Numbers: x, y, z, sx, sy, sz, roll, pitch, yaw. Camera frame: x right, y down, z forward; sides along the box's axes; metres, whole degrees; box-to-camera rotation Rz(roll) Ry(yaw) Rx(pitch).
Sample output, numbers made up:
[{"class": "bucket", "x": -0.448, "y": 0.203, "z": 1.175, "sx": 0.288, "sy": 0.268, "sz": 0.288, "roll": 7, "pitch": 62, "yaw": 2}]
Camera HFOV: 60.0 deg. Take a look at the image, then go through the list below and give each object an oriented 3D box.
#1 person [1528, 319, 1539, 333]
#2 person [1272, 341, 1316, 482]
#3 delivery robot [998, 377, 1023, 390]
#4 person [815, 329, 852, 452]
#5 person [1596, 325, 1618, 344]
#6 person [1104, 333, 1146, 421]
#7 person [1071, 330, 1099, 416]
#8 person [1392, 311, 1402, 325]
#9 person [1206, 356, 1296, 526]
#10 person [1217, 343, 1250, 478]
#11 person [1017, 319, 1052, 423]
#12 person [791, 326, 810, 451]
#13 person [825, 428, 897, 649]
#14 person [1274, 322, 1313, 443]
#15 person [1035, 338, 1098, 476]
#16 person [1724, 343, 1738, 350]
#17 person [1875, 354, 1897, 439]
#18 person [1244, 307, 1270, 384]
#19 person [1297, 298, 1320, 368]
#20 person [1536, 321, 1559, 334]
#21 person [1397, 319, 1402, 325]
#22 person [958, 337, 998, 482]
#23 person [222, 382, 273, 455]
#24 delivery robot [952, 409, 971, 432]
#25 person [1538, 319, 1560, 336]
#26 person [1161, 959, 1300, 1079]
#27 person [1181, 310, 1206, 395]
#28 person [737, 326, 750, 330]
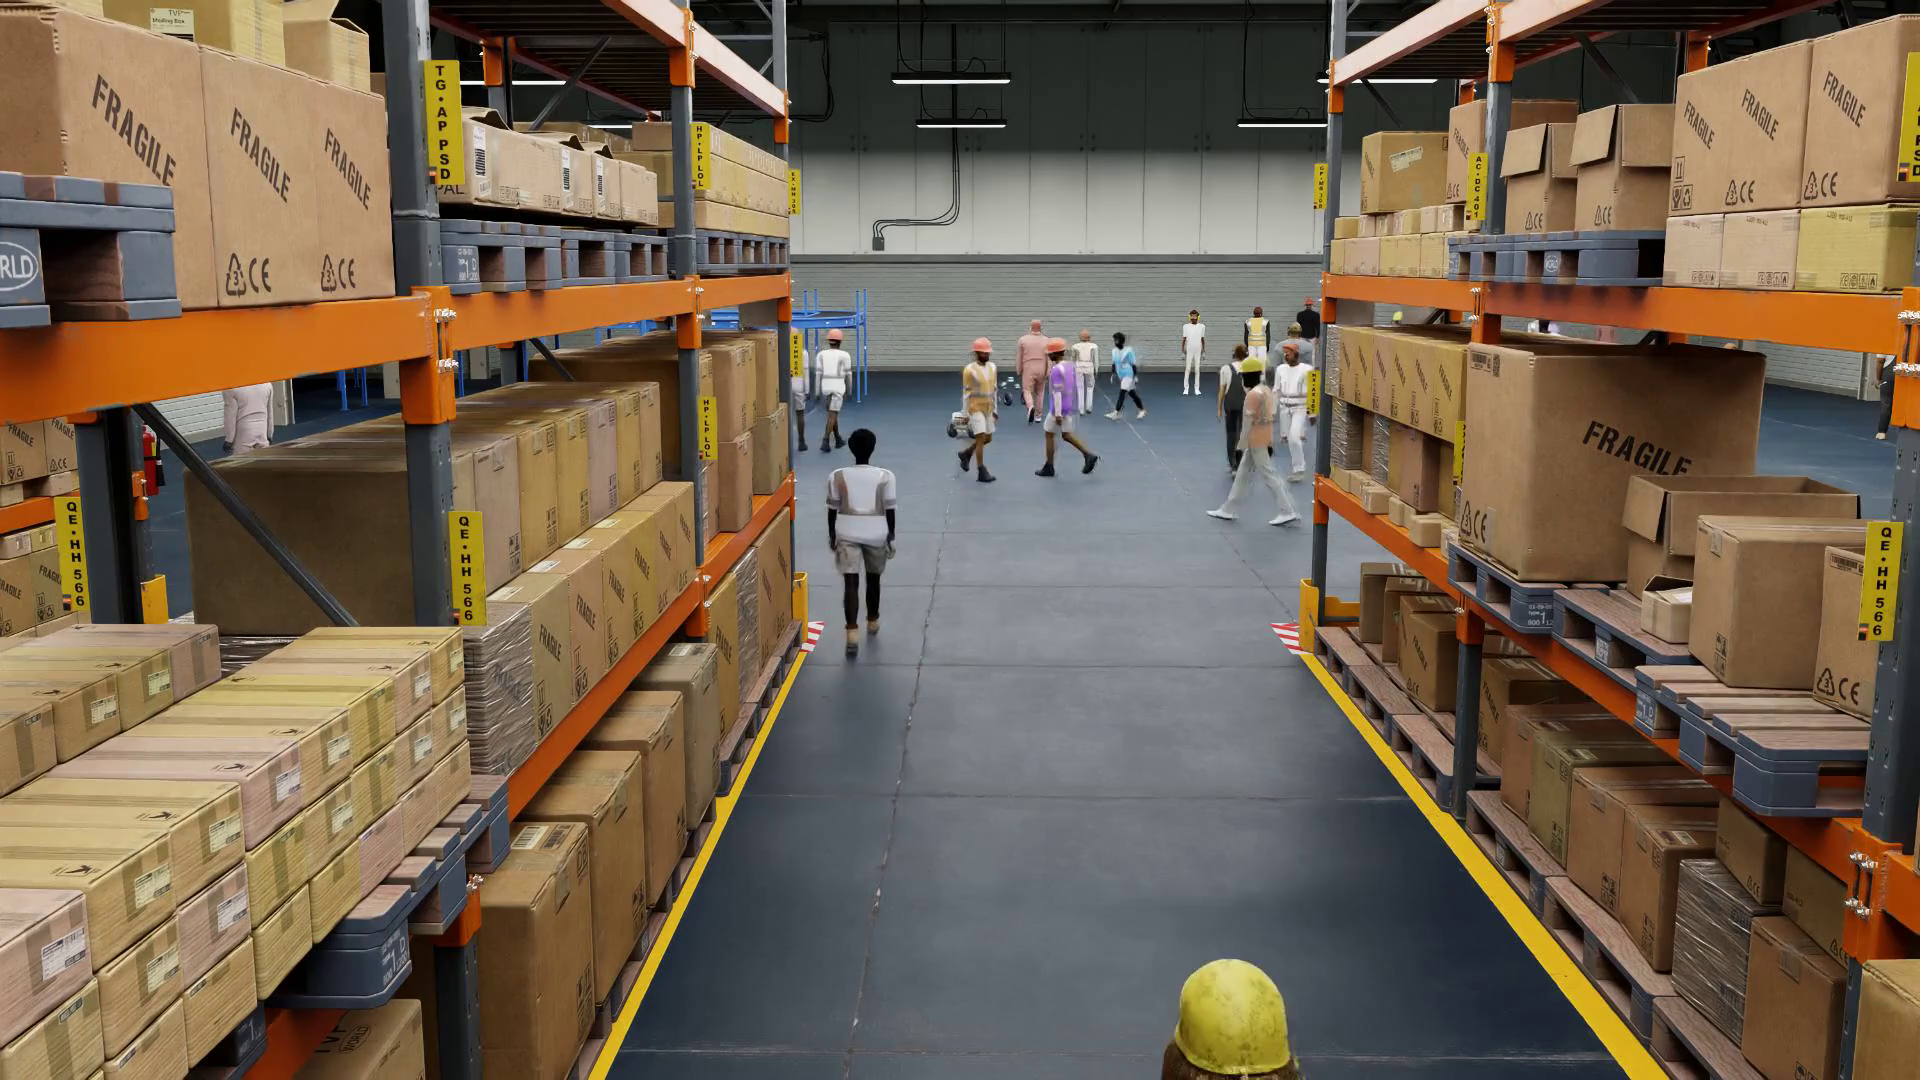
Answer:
[{"class": "person", "x": 13.724, "y": -4.590, "z": 39.455, "sx": 0.588, "sy": 1.835, "sz": 0.403, "roll": 1, "pitch": 10, "yaw": 6}, {"class": "person", "x": 4.404, "y": -1.690, "z": 22.010, "sx": 0.587, "sy": 1.860, "sz": 0.586, "roll": 9, "pitch": 13, "yaw": 44}, {"class": "delivery robot", "x": 1.046, "y": -3.231, "z": 34.213, "sx": 0.335, "sy": 0.223, "sz": 0.698, "roll": -5, "pitch": 11, "yaw": -30}, {"class": "person", "x": -1.957, "y": -2.327, "z": 25.772, "sx": 0.543, "sy": 1.881, "sz": 1.033, "roll": 4, "pitch": 10, "yaw": 20}, {"class": "person", "x": 15.769, "y": -4.717, "z": 40.558, "sx": 0.555, "sy": 1.773, "sz": 0.520, "roll": 7, "pitch": 12, "yaw": 36}, {"class": "person", "x": 3.073, "y": -2.998, "z": 30.580, "sx": 0.990, "sy": 1.621, "sz": 0.511, "roll": -5, "pitch": 11, "yaw": -28}, {"class": "person", "x": 2.376, "y": -3.195, "z": 31.730, "sx": 0.537, "sy": 1.613, "sz": 0.678, "roll": 1, "pitch": 10, "yaw": 6}, {"class": "person", "x": 9.078, "y": -3.727, "z": 34.082, "sx": 0.614, "sy": 1.910, "sz": 0.588, "roll": 8, "pitch": 12, "yaw": 40}, {"class": "person", "x": 3.292, "y": -1.106, "z": 18.501, "sx": 1.039, "sy": 1.872, "sz": 0.605, "roll": 4, "pitch": 10, "yaw": 22}, {"class": "person", "x": 3.812, "y": -1.771, "z": 22.651, "sx": 0.533, "sy": 1.803, "sz": 0.918, "roll": 3, "pitch": 10, "yaw": 19}, {"class": "person", "x": 1.353, "y": -3.045, "z": 30.058, "sx": 0.649, "sy": 1.880, "sz": 0.762, "roll": -1, "pitch": 10, "yaw": -4}, {"class": "person", "x": -2.586, "y": -2.355, "z": 25.827, "sx": 0.566, "sy": 1.909, "sz": 0.472, "roll": 2, "pitch": 10, "yaw": 11}, {"class": "person", "x": -0.749, "y": -0.022, "z": 12.653, "sx": 0.544, "sy": 1.649, "sz": 0.902, "roll": 0, "pitch": 9, "yaw": -3}, {"class": "person", "x": 5.385, "y": -2.540, "z": 26.864, "sx": 0.627, "sy": 1.941, "sz": 0.370, "roll": 4, "pitch": 10, "yaw": 22}, {"class": "person", "x": 1.435, "y": -1.792, "z": 22.541, "sx": 0.862, "sy": 1.895, "sz": 0.546, "roll": 6, "pitch": 11, "yaw": 31}, {"class": "person", "x": 12.108, "y": -2.297, "z": 26.319, "sx": 0.500, "sy": 1.633, "sz": 0.289, "roll": -6, "pitch": 11, "yaw": -30}, {"class": "person", "x": 15.437, "y": -2.658, "z": 27.391, "sx": 0.676, "sy": 2.000, "sz": 0.536, "roll": 4, "pitch": 10, "yaw": 23}, {"class": "person", "x": 7.145, "y": -4.680, "z": 39.973, "sx": 0.621, "sy": 1.845, "sz": 0.429, "roll": 3, "pitch": 10, "yaw": 16}, {"class": "person", "x": 9.096, "y": -5.335, "z": 43.475, "sx": 0.626, "sy": 1.995, "sz": 0.444, "roll": 3, "pitch": 10, "yaw": 15}, {"class": "person", "x": 12.356, "y": -3.882, "z": 35.039, "sx": 0.668, "sy": 1.889, "sz": 0.506, "roll": -7, "pitch": 12, "yaw": -37}, {"class": "person", "x": 8.519, "y": -3.379, "z": 32.215, "sx": 0.640, "sy": 1.830, "sz": 0.608, "roll": 1, "pitch": 10, "yaw": 7}, {"class": "person", "x": 0.222, "y": -1.762, "z": 22.267, "sx": 0.564, "sy": 1.918, "sz": 0.717, "roll": -9, "pitch": 13, "yaw": -42}, {"class": "person", "x": -8.088, "y": -1.187, "z": 18.856, "sx": 0.402, "sy": 1.906, "sz": 0.652, "roll": 5, "pitch": 11, "yaw": 27}, {"class": "delivery robot", "x": 0.177, "y": -2.050, "z": 27.911, "sx": 0.477, "sy": 0.478, "sz": 0.707, "roll": 6, "pitch": 11, "yaw": 32}, {"class": "person", "x": 10.821, "y": -3.190, "z": 30.863, "sx": 0.637, "sy": 1.898, "sz": 0.480, "roll": -2, "pitch": 10, "yaw": -13}, {"class": "person", "x": 0.491, "y": 1.577, "z": 2.910, "sx": 0.485, "sy": 1.702, "sz": 0.881, "roll": 1, "pitch": 10, "yaw": 4}, {"class": "person", "x": 5.143, "y": -4.129, "z": 36.605, "sx": 0.533, "sy": 1.865, "sz": 0.311, "roll": 0, "pitch": 9, "yaw": 0}, {"class": "person", "x": -3.724, "y": -2.904, "z": 29.397, "sx": 0.943, "sy": 1.829, "sz": 0.532, "roll": 1, "pitch": 10, "yaw": 7}]
